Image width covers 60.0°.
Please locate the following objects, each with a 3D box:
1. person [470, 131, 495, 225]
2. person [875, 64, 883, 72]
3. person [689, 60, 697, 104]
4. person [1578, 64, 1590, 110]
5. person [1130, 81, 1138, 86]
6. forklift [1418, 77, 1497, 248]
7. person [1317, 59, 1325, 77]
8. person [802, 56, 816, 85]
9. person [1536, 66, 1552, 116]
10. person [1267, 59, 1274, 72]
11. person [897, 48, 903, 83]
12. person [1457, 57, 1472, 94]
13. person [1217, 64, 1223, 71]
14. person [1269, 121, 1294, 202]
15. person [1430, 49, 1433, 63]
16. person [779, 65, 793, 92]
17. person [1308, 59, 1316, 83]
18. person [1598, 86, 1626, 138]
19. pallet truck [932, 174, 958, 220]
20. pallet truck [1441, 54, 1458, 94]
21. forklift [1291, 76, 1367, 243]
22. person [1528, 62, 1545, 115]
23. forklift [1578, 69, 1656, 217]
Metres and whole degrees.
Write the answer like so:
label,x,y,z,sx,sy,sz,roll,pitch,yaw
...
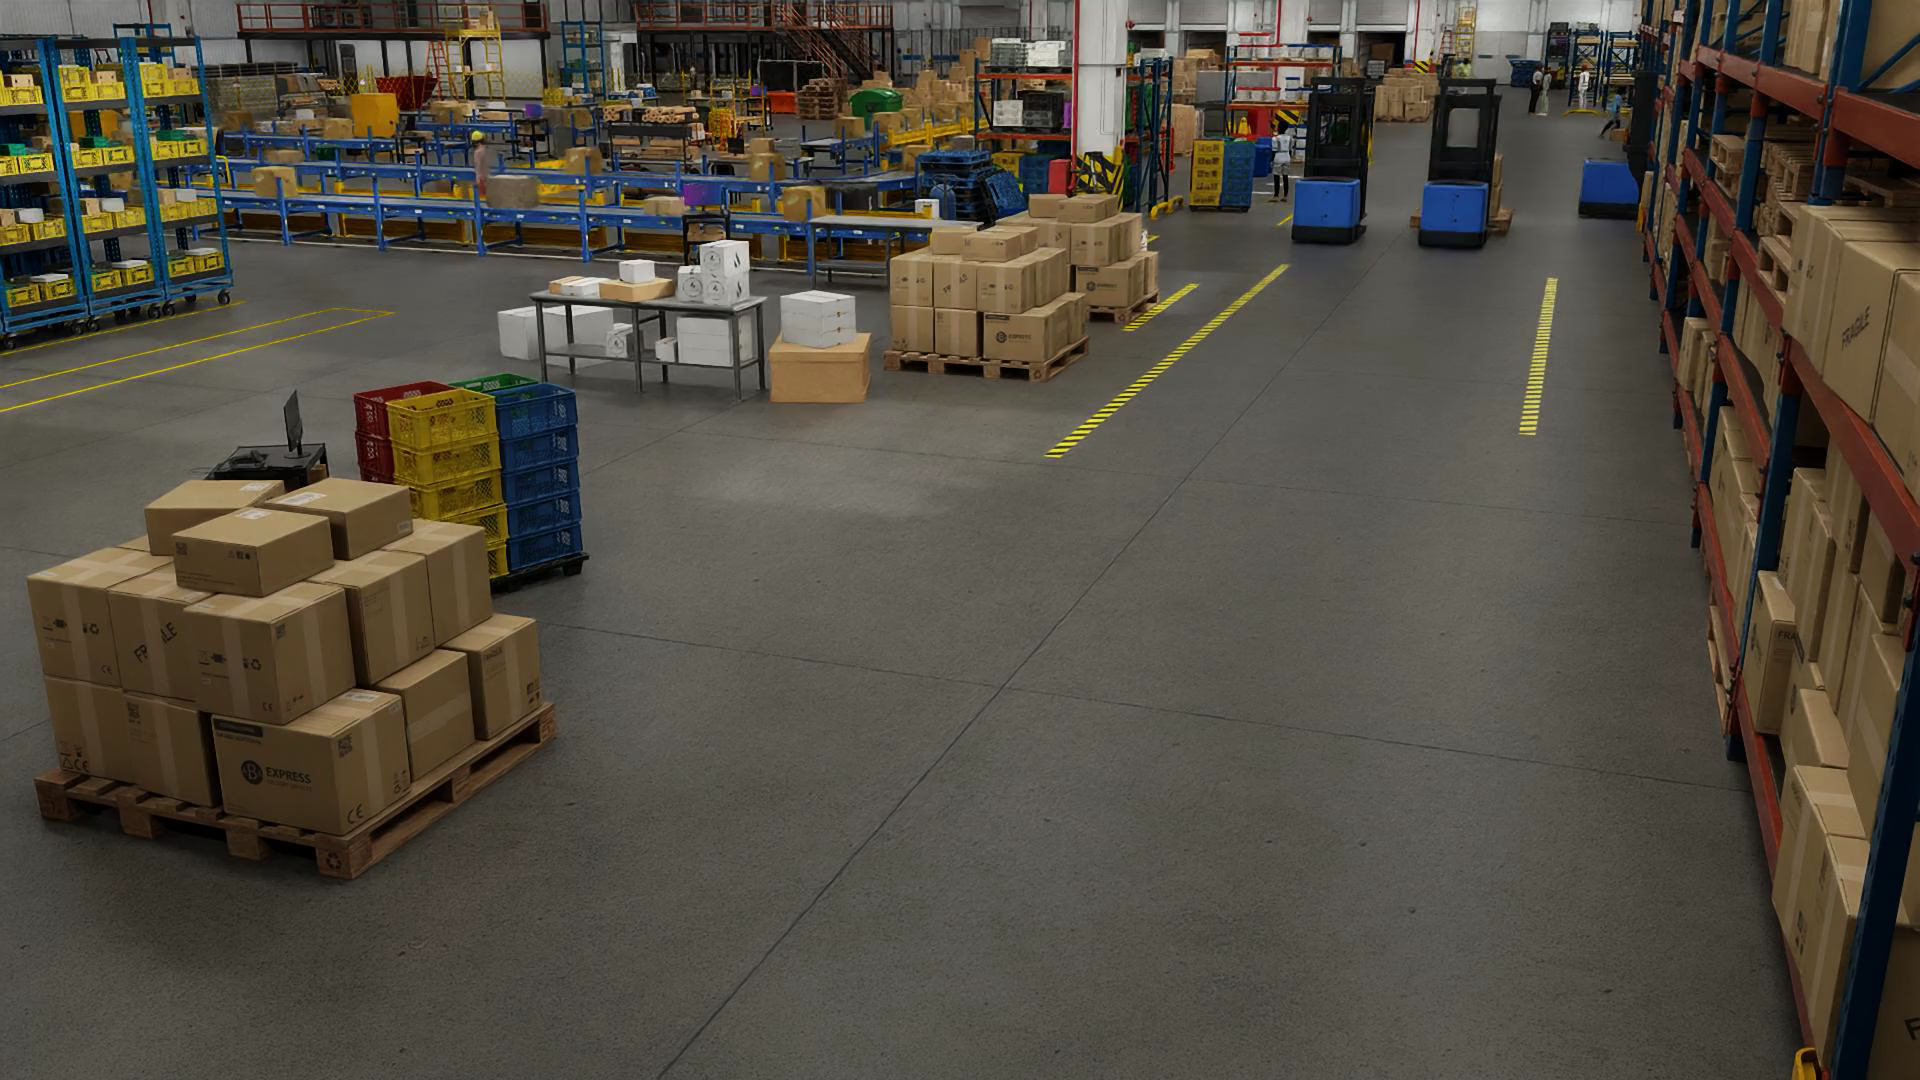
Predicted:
label,x,y,z,sx,sy,sz,roll,pitch,yaw
person,-9.000,-6.837,31.455,0.485,1.752,0.543,1,18,4
person,-3.303,-18.591,68.268,0.539,1.829,0.516,-3,18,-10
person,-11.690,-20.045,72.819,0.325,1.843,0.517,-1,18,-2
person,24.795,-17.958,66.197,0.581,1.882,0.339,-14,22,-37
person,8.654,-23.211,82.949,0.488,1.733,0.474,-9,20,-27
forklift,8.650,-6.553,28.744,1.129,2.768,1.873,6,19,19
person,17.386,-22.274,79.718,0.819,1.917,0.634,-1,18,-2
person,-6.867,-21.052,75.789,0.614,1.962,0.362,3,18,11
person,22.732,-17.442,64.600,0.328,1.872,0.509,-3,18,-10
person,14.249,-21.118,76.275,0.444,1.801,0.767,8,19,23
person,-3.373,-26.638,93.372,0.407,1.942,0.615,1,18,3
person,23.721,-21.760,78.232,0.649,1.829,0.480,2,18,6
person,10.435,-18.113,66.710,0.793,1.870,0.624,-11,21,-31
person,6.810,-8.024,35.290,0.535,1.697,0.318,-9,20,-25
person,25.719,-25.898,91.076,0.364,1.928,0.586,-5,18,-15
person,-7.410,-19.226,70.459,0.926,1.716,0.539,12,22,34
person,19.727,-26.634,93.278,0.397,1.992,0.623,6,19,18
person,20.789,-13.596,52.868,0.800,1.654,0.585,7,19,20
pallet truck,-0.507,-5.292,27.348,0.653,1.274,1.630,6,19,19
pallet truck,22.765,-21.886,78.355,0.823,1.965,1.885,-4,18,-14
forklift,6.598,-6.755,29.381,1.129,2.768,1.873,6,19,19
person,22.658,-17.722,65.203,0.535,2.000,0.700,2,18,5
forklift,13.219,-7.740,32.475,1.873,2.768,1.129,6,19,18
